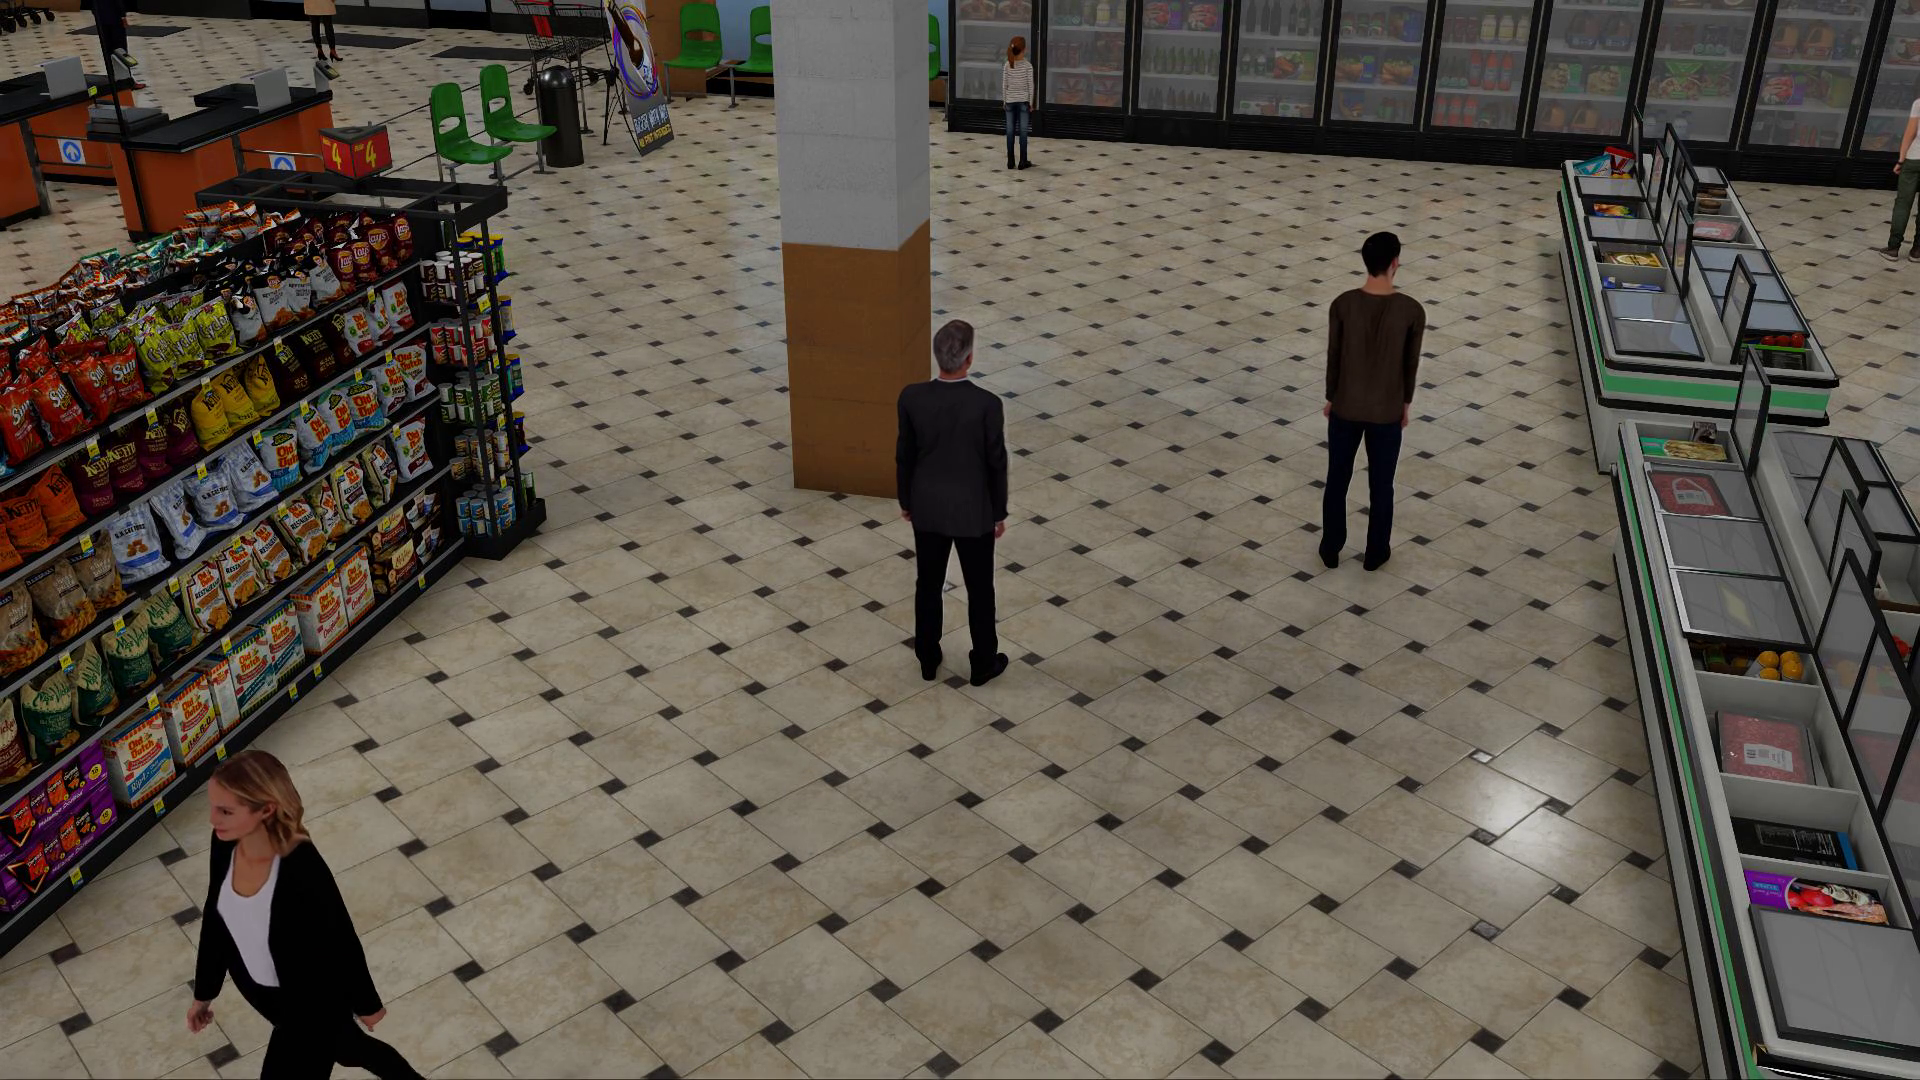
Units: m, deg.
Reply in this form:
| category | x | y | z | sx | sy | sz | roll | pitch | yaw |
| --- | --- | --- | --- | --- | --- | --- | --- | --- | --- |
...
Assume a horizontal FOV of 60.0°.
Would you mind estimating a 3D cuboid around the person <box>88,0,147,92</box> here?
| category | x | y | z | sx | sy | sz | roll | pitch | yaw |
| --- | --- | --- | --- | --- | --- | --- | --- | --- | --- |
| person | -10.349 | -6.356 | 20.221 | 0.624 | 1.726 | 0.525 | 8 | 28 | 15 |

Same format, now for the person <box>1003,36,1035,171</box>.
| category | x | y | z | sx | sy | sz | roll | pitch | yaw |
| --- | --- | --- | --- | --- | --- | --- | --- | --- | --- |
| person | 0.581 | -4.441 | 16.898 | 0.466 | 1.316 | 0.479 | 8 | 28 | 15 |

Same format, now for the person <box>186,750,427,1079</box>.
| category | x | y | z | sx | sy | sz | roll | pitch | yaw |
| --- | --- | --- | --- | --- | --- | --- | --- | --- | --- |
| person | -1.887 | 1.348 | 5.004 | 0.901 | 1.748 | 1.248 | 18 | 32 | 31 |

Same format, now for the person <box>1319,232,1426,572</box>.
| category | x | y | z | sx | sy | sz | roll | pitch | yaw |
| --- | --- | --- | --- | --- | --- | --- | --- | --- | --- |
| person | 2.187 | -0.721 | 8.933 | 0.644 | 1.886 | 0.561 | 8 | 28 | 15 |

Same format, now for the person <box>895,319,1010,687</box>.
| category | x | y | z | sx | sy | sz | roll | pitch | yaw |
| --- | --- | --- | --- | --- | --- | --- | --- | --- | --- |
| person | -0.027 | -0.165 | 7.887 | 0.699 | 1.841 | 0.584 | 8 | 28 | 15 |

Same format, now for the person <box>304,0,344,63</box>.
| category | x | y | z | sx | sy | sz | roll | pitch | yaw |
| --- | --- | --- | --- | --- | --- | --- | --- | --- | --- |
| person | -8.436 | -7.152 | 21.841 | 0.629 | 1.681 | 0.526 | 8 | 28 | 15 |

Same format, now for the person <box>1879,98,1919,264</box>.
| category | x | y | z | sx | sy | sz | roll | pitch | yaw |
| --- | --- | --- | --- | --- | --- | --- | --- | --- | --- |
| person | 8.145 | -3.186 | 14.050 | 0.559 | 1.655 | 0.529 | 8 | 28 | 15 |
